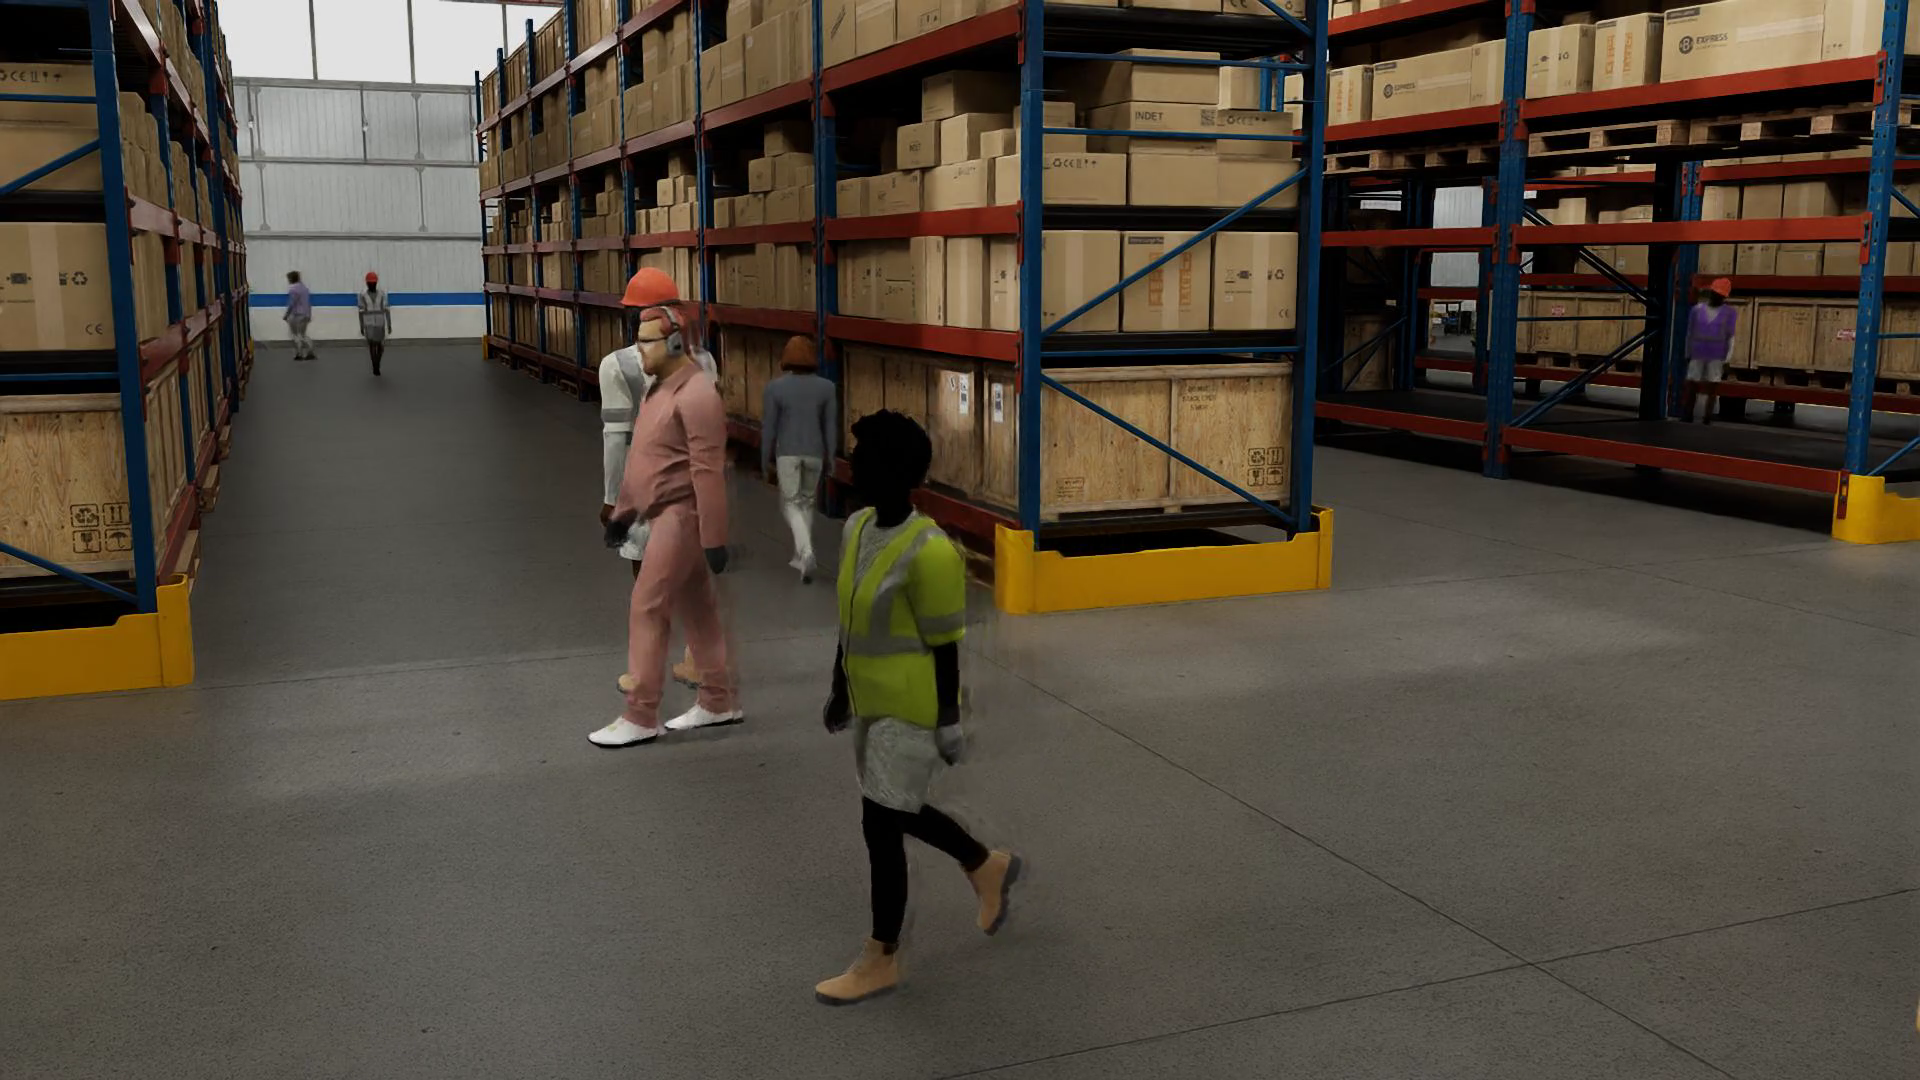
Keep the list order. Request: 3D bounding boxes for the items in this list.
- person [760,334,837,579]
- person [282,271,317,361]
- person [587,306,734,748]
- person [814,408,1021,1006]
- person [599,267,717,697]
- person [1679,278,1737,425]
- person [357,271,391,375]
[{"bbox_3d":[-1.043,-0.549,10.950,0.508,1.607,0.695,-4,10,-22],"label":"person"},{"bbox_3d":[-13.929,-4.711,35.060,0.551,1.896,0.658,1,10,8],"label":"person"},{"bbox_3d":[-1.351,-0.059,7.199,0.813,1.876,0.655,-4,10,-21],"label":"person"},{"bbox_3d":[-0.113,0.450,4.762,0.674,1.675,0.536,-5,11,-27],"label":"person"},{"bbox_3d":[-1.442,-0.267,7.952,0.613,2.048,0.362,-8,12,-40],"label":"person"},{"bbox_3d":[9.128,-2.252,20.316,0.628,1.888,0.502,7,12,37],"label":"person"},{"bbox_3d":[-10.844,-4.012,30.800,0.551,1.915,0.789,-5,11,-26],"label":"person"}]
